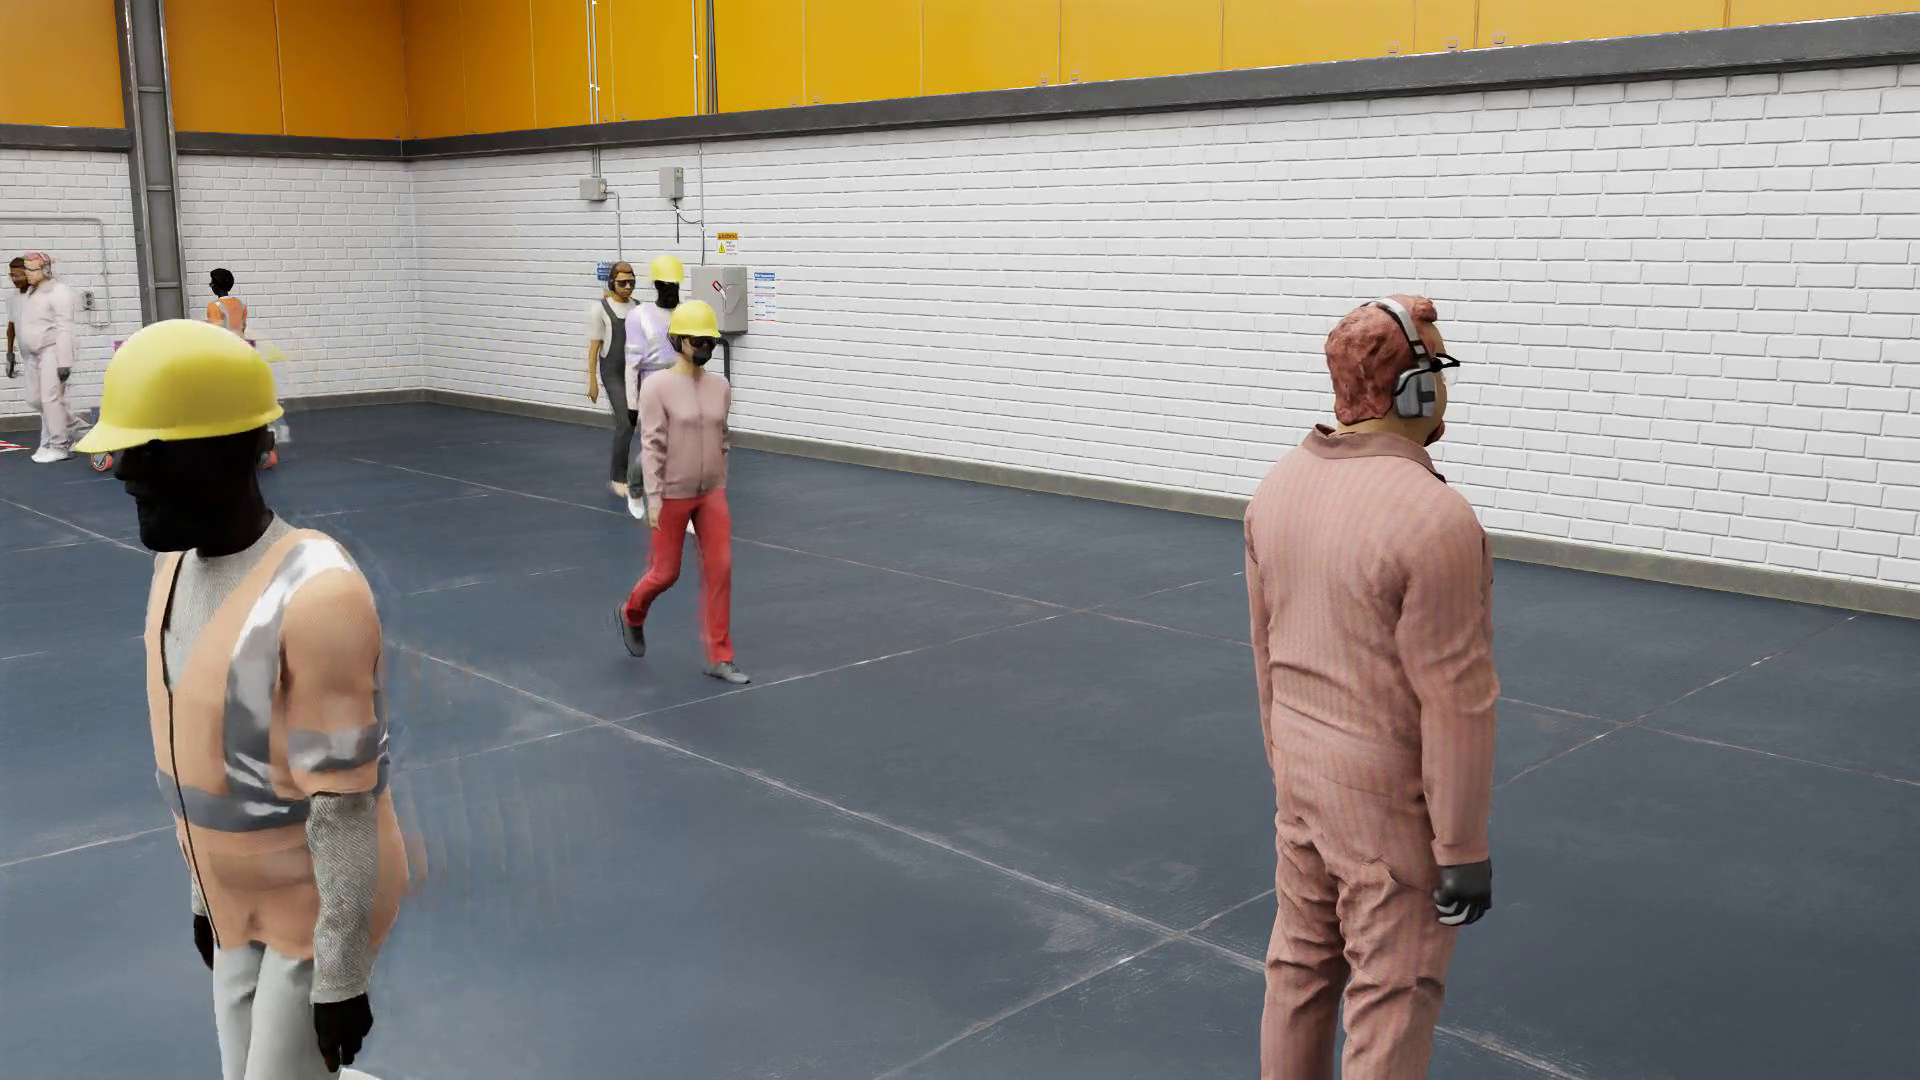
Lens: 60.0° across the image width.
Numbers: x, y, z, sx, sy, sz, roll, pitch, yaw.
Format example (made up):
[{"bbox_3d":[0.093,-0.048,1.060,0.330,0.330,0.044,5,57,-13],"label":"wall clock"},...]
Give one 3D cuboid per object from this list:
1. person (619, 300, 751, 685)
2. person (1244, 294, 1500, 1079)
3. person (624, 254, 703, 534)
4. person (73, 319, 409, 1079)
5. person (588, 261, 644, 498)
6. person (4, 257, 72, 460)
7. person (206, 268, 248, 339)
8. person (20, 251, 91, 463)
[{"bbox_3d":[-1.282,-0.229,7.609,0.527,1.742,0.725,-10,14,-44],"label":"person"},{"bbox_3d":[0.816,0.489,3.234,0.410,1.913,0.643,-4,11,-23],"label":"person"},{"bbox_3d":[-2.045,-1.011,11.456,0.596,1.904,0.812,-8,13,-35],"label":"person"},{"bbox_3d":[-1.055,0.576,2.813,0.589,1.905,0.683,9,14,41],"label":"person"},{"bbox_3d":[-2.574,-1.229,12.861,0.576,1.822,0.498,8,13,39],"label":"person"},{"bbox_3d":[-8.387,-1.678,15.263,0.535,1.840,0.737,2,11,10],"label":"person"},{"bbox_3d":[-7.272,-1.843,16.532,0.321,1.697,0.530,2,11,10],"label":"person"},{"bbox_3d":[-8.083,-1.628,14.846,0.665,1.880,0.510,8,13,37],"label":"person"}]
